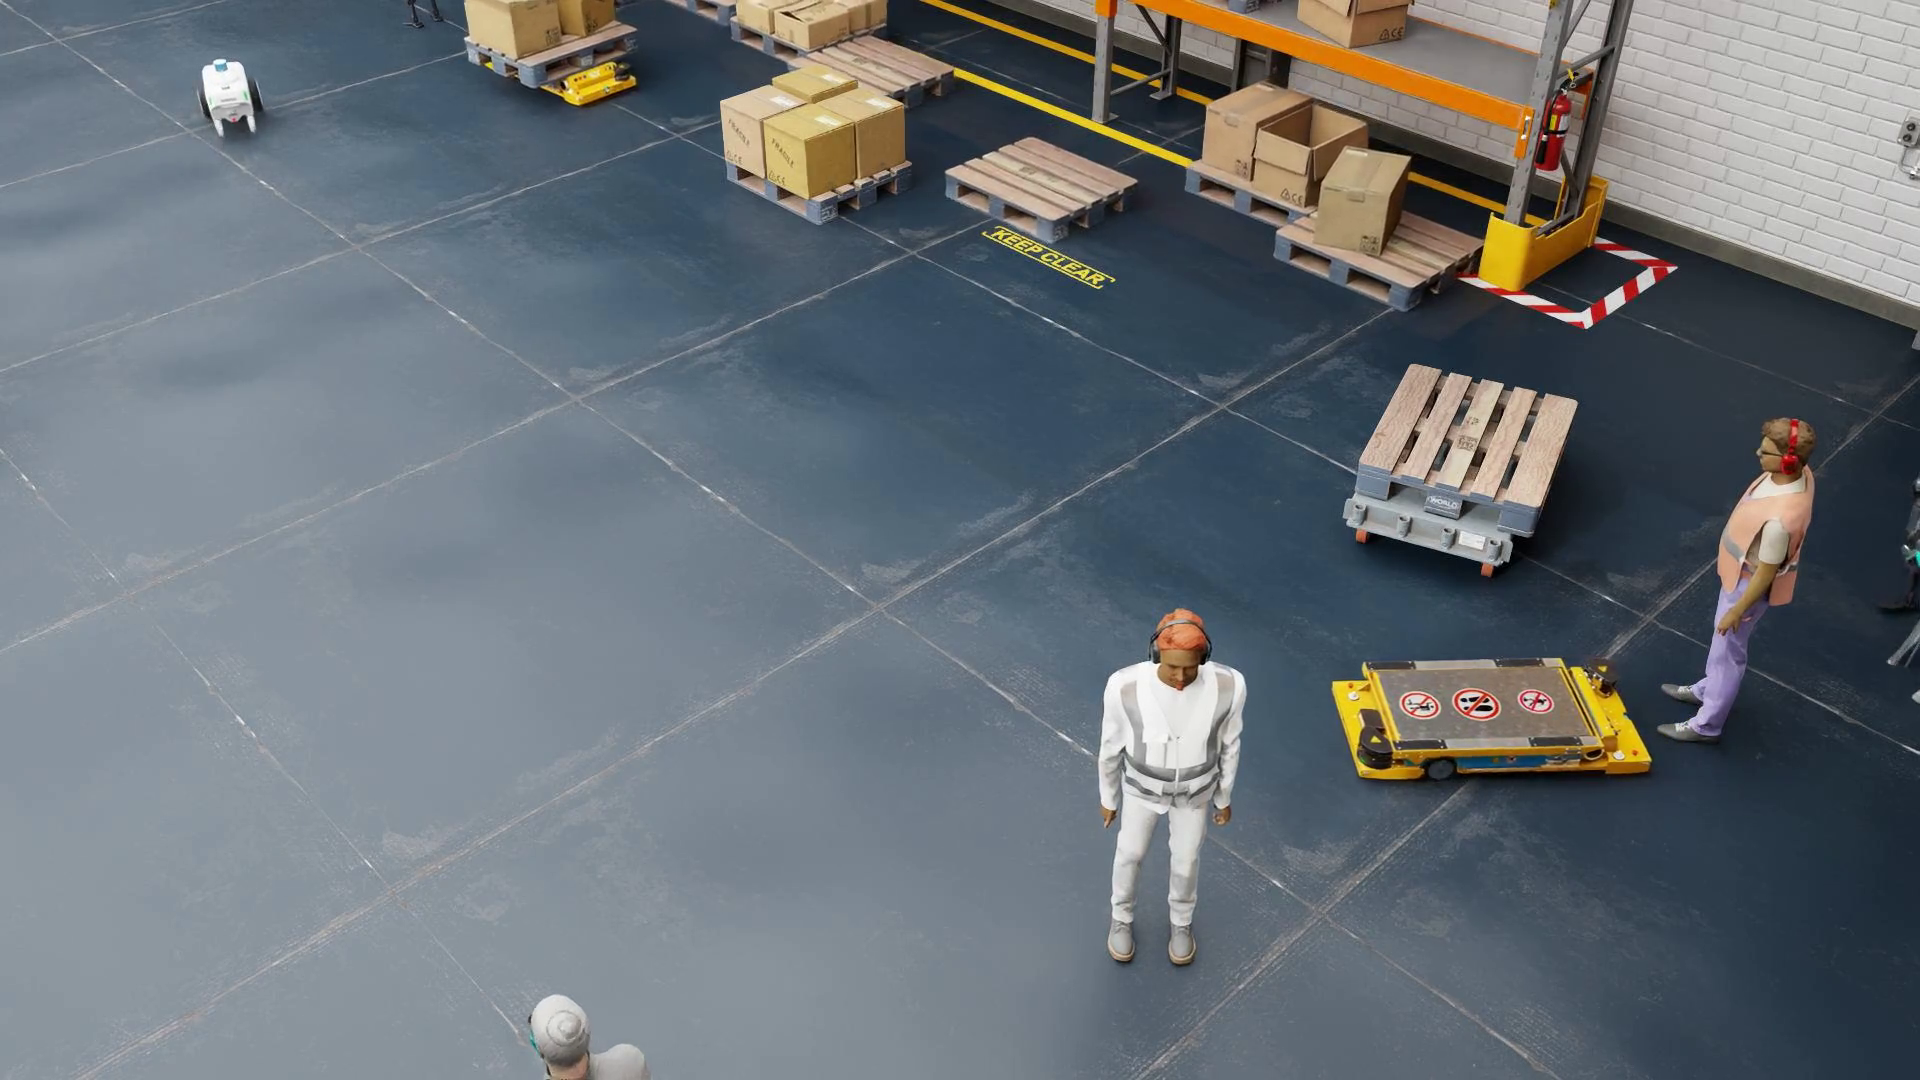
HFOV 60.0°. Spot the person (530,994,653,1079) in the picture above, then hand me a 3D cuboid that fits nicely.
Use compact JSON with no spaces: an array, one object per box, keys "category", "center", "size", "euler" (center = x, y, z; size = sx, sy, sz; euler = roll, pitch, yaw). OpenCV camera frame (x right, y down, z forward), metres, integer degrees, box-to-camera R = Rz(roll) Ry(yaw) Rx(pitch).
[{"category":"person","center":[-1.177,2.106,5.452],"size":[0.528,1.833,0.343],"euler":[-30,46,-33]}]

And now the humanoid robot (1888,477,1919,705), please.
[{"category":"humanoid robot","center":[4.999,0.085,8.243],"size":[0.767,1.806,0.537],"euler":[-10,38,-13]}]

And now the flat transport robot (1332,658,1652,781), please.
[{"category":"flat transport robot","center":[2.652,0.896,8.346],"size":[1.431,0.231,0.659],"euler":[-1,37,-2]}]

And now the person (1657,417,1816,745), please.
[{"category":"person","center":[3.762,0.215,7.945],"size":[0.391,1.840,0.564],"euler":[15,40,19]}]

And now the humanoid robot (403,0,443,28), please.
[{"category":"humanoid robot","center":[-5.370,-5.816,16.053],"size":[0.599,1.657,0.315],"euler":[-30,46,-33]}]

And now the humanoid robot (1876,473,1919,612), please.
[{"category":"humanoid robot","center":[5.371,-0.283,8.778],"size":[0.543,1.640,0.614],"euler":[-3,37,-3]}]

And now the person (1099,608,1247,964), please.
[{"category":"person","center":[0.847,1.027,6.845],"size":[0.565,1.878,0.353],"euler":[-1,37,-1]}]

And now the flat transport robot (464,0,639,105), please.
[{"category":"flat transport robot","center":[-3.698,-4.344,15.284],"size":[1.431,0.231,0.659],"euler":[28,45,32]}]

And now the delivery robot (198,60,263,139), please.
[{"category":"delivery robot","center":[-6.344,-3.863,14.421],"size":[0.499,0.607,0.790],"euler":[-14,39,-18]}]
